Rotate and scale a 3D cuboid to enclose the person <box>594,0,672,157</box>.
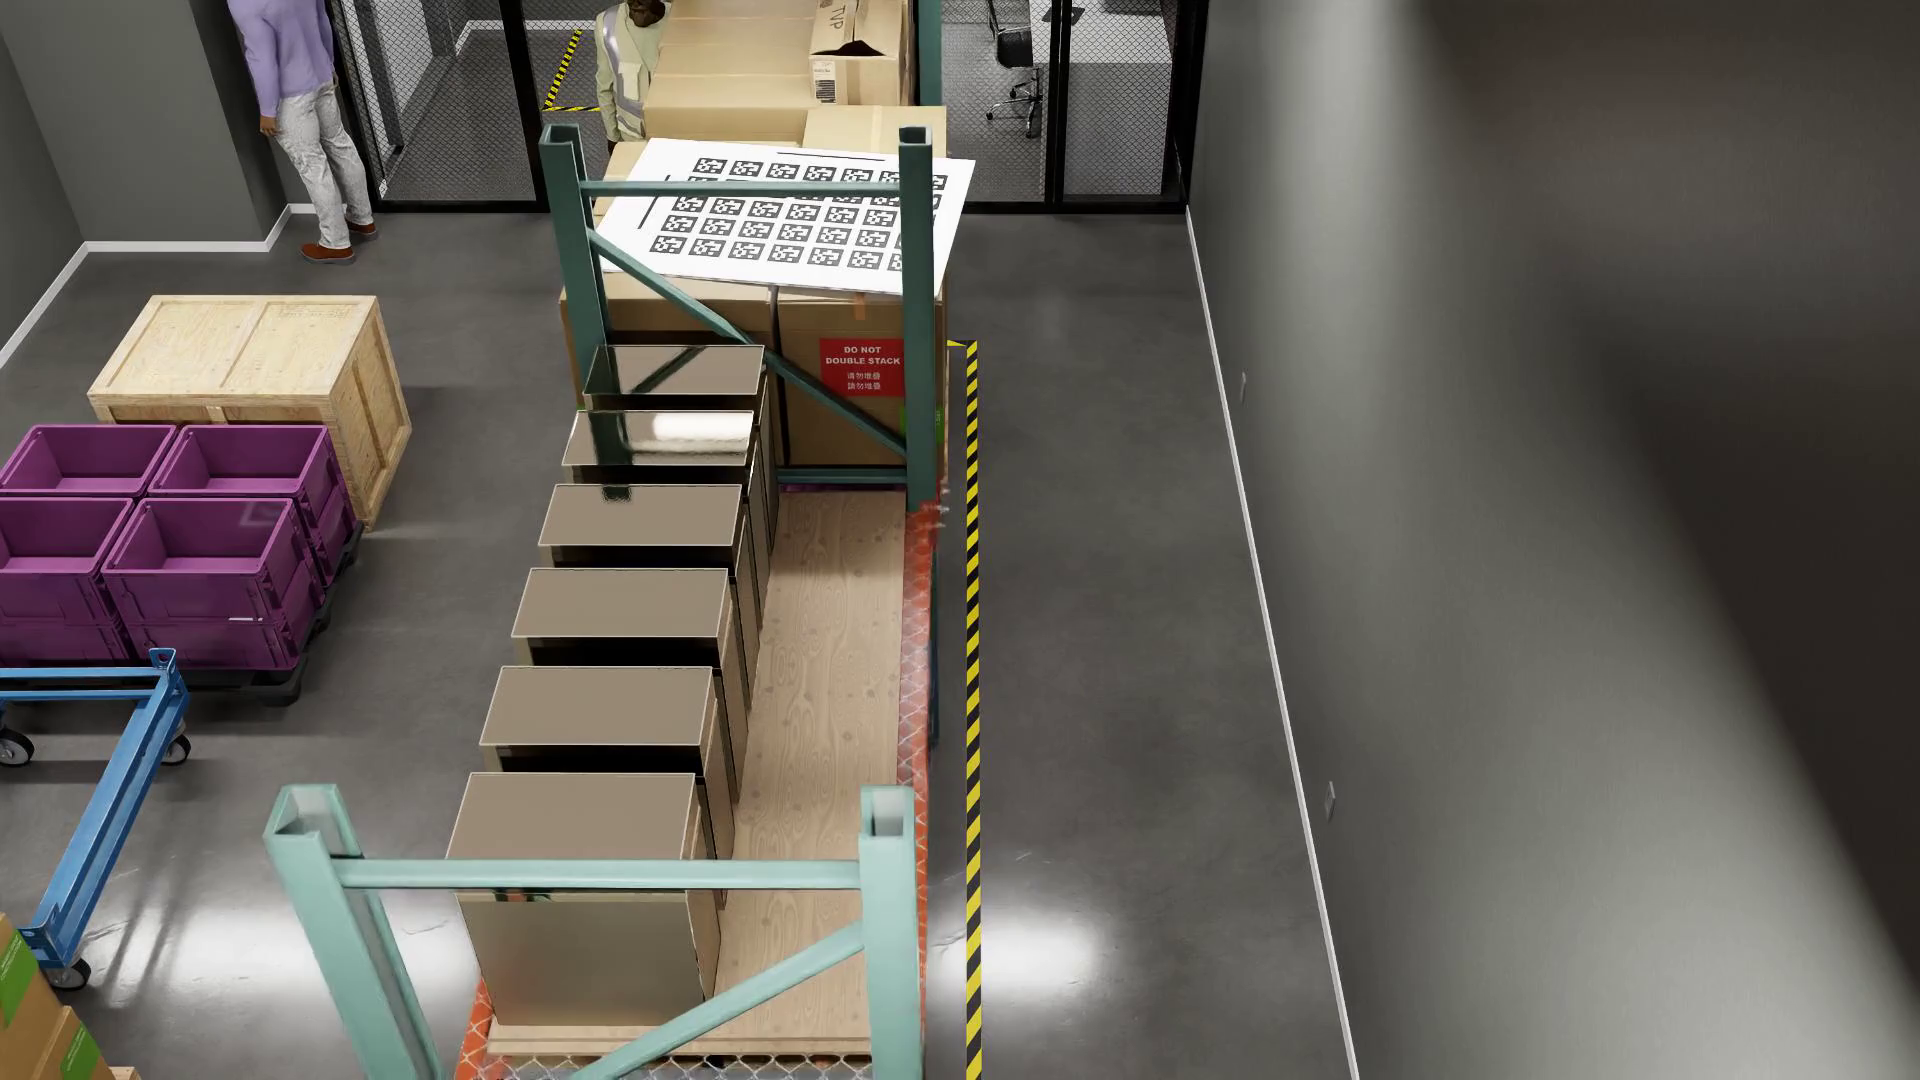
[{"bbox_3d":[-1.494,-2.062,8.322,0.601,1.830,0.404,0,41,0],"label":"person"}]

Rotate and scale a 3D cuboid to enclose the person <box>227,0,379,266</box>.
[{"bbox_3d":[-3.410,-2.339,8.561,0.355,1.936,0.637,11,42,12],"label":"person"}]
